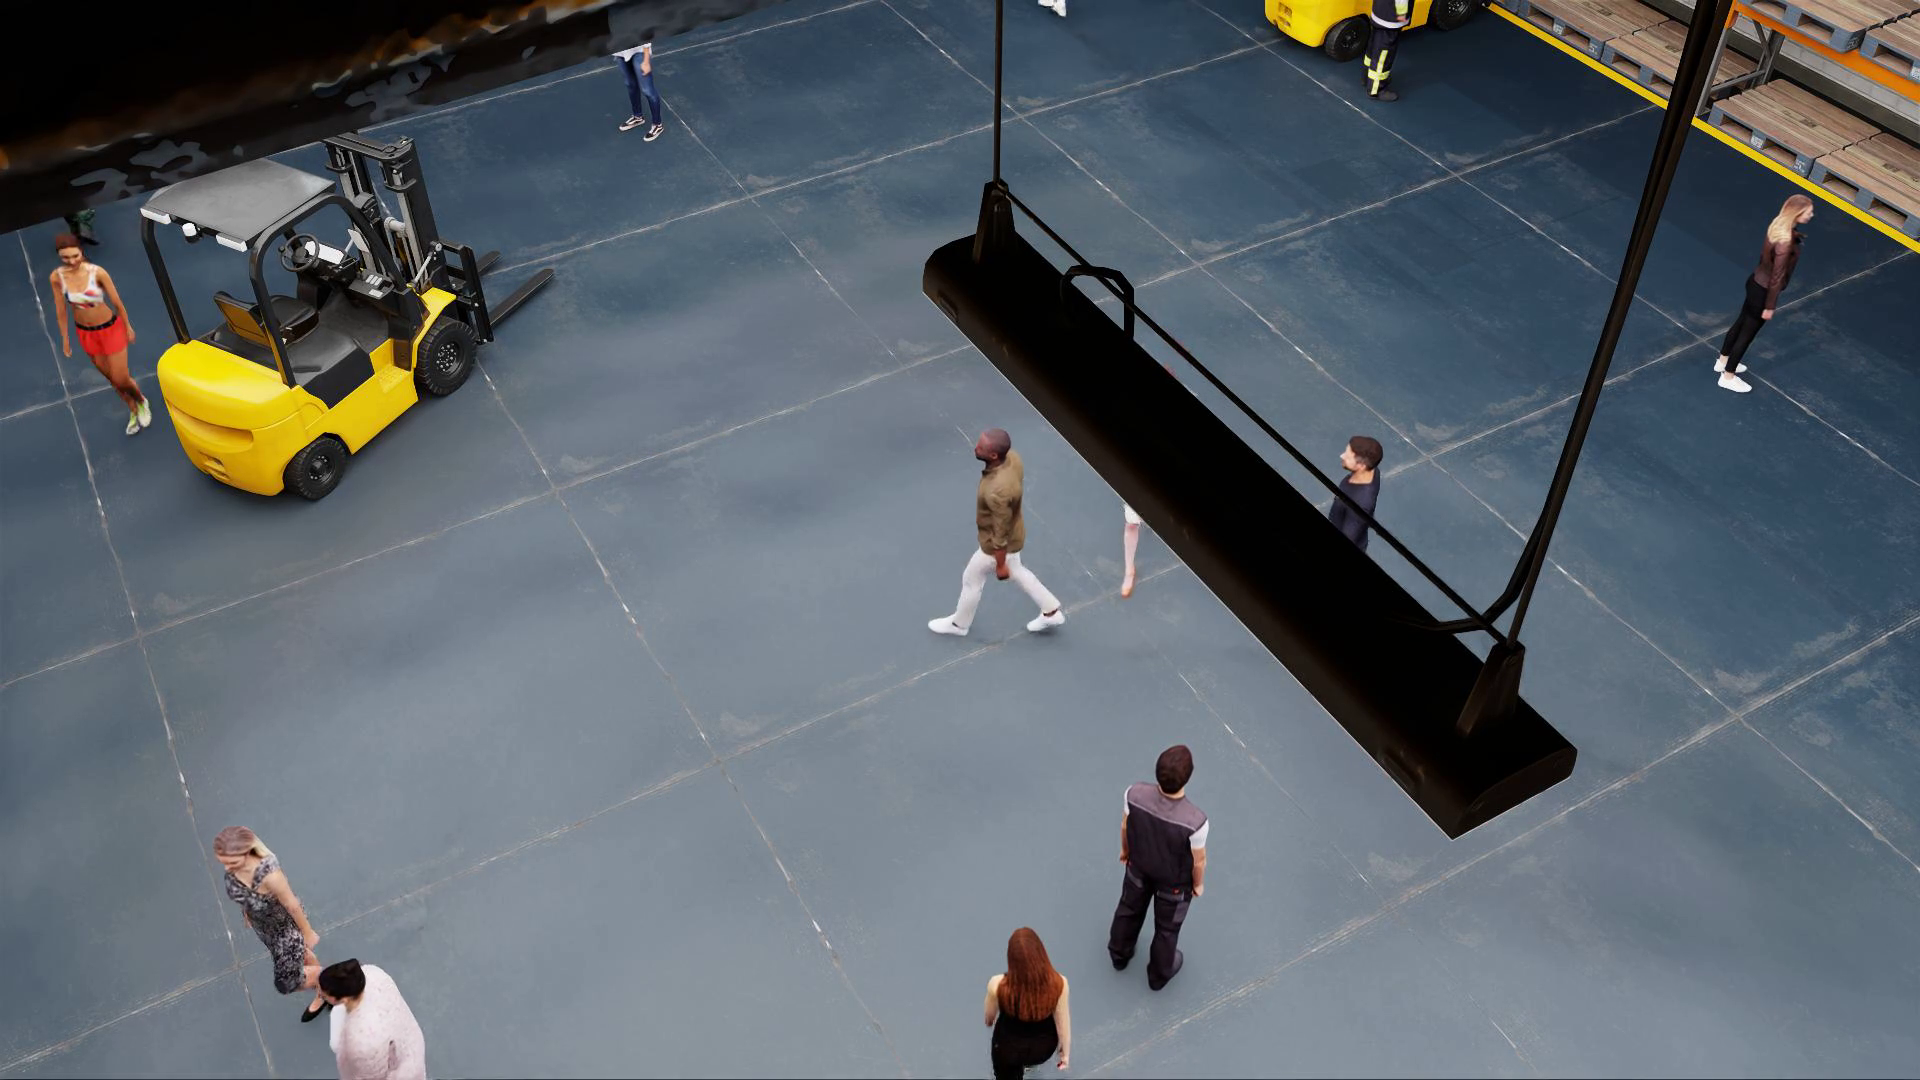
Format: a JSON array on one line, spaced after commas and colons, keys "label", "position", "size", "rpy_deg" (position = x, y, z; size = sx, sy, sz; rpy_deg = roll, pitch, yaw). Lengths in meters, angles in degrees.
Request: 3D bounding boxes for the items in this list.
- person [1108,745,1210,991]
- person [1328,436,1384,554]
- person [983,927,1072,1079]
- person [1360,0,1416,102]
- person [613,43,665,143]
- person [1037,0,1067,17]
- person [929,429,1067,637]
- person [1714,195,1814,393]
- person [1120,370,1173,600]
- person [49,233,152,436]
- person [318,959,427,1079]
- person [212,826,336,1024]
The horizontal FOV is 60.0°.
[{"label": "person", "position": [1.077, 1.762, 8.949], "size": [0.688, 1.844, 0.804], "rpy_deg": [25, 49, 24]}, {"label": "person", "position": [2.521, 0.081, 10.703], "size": [1.004, 1.858, 0.926], "rpy_deg": [15, 46, 15]}, {"label": "person", "position": [0.314, 2.582, 8.208], "size": [0.910, 1.678, 1.209], "rpy_deg": [-3, 44, -3]}, {"label": "person", "position": [4.241, -5.309, 16.270], "size": [0.929, 1.983, 0.805], "rpy_deg": [2, 44, 2]}, {"label": "person", "position": [-3.092, -4.662, 15.789], "size": [0.659, 1.710, 0.783], "rpy_deg": [29, 51, 27]}, {"label": "person", "position": [1.105, -6.410, 17.519], "size": [0.690, 1.855, 0.706], "rpy_deg": [-17, 46, -17]}, {"label": "person", "position": [0.342, -0.003, 10.840], "size": [1.235, 1.791, 1.235], "rpy_deg": [6, 44, 6]}, {"label": "person", "position": [6.237, -1.939, 12.935], "size": [0.727, 1.705, 0.660], "rpy_deg": [9, 44, 10]}, {"label": "person", "position": [1.339, -0.481, 11.373], "size": [1.092, 1.748, 1.084], "rpy_deg": [15, 46, 15]}, {"label": "person", "position": [-6.437, -1.598, 12.523], "size": [0.726, 1.777, 0.744], "rpy_deg": [-1, 44, -1]}, {"label": "person", "position": [-2.742, 2.565, 8.194], "size": [0.946, 1.722, 1.037], "rpy_deg": [-7, 44, -7]}, {"label": "person", "position": [-3.536, 1.965, 8.852], "size": [0.707, 1.683, 0.782], "rpy_deg": [22, 48, 21]}]
